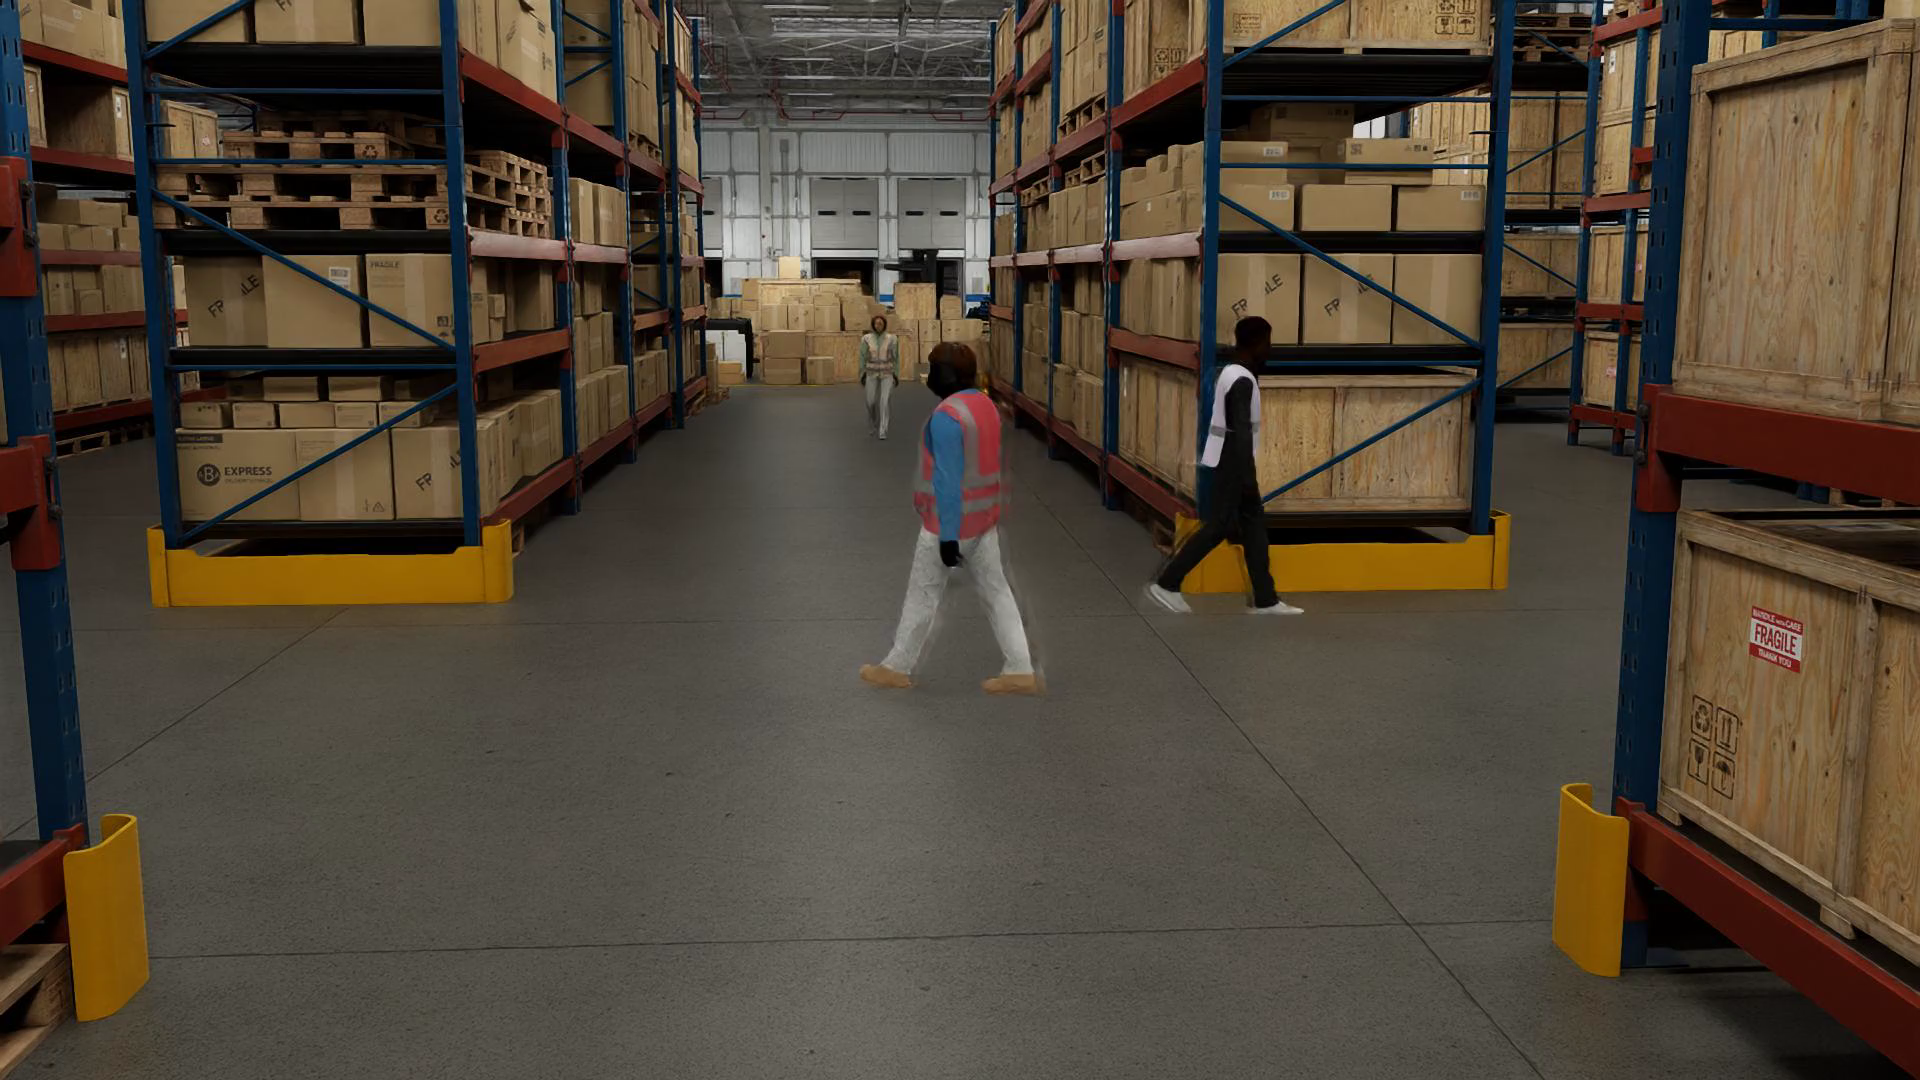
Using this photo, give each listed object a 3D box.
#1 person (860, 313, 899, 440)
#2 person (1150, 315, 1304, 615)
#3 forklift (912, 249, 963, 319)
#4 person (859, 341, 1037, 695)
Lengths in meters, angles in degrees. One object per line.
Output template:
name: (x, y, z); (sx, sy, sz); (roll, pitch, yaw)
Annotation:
person: (-1.035, -2.106, 21.471); (0.516, 1.628, 0.383); (0, 9, 3)
person: (1.649, -0.450, 10.320); (0.929, 1.882, 0.604); (2, 9, 9)
forklift: (-0.943, -6.621, 45.902); (1.873, 2.768, 1.129); (-5, 10, -29)
person: (-0.027, -0.099, 8.374); (0.959, 1.793, 0.641); (4, 10, 25)
